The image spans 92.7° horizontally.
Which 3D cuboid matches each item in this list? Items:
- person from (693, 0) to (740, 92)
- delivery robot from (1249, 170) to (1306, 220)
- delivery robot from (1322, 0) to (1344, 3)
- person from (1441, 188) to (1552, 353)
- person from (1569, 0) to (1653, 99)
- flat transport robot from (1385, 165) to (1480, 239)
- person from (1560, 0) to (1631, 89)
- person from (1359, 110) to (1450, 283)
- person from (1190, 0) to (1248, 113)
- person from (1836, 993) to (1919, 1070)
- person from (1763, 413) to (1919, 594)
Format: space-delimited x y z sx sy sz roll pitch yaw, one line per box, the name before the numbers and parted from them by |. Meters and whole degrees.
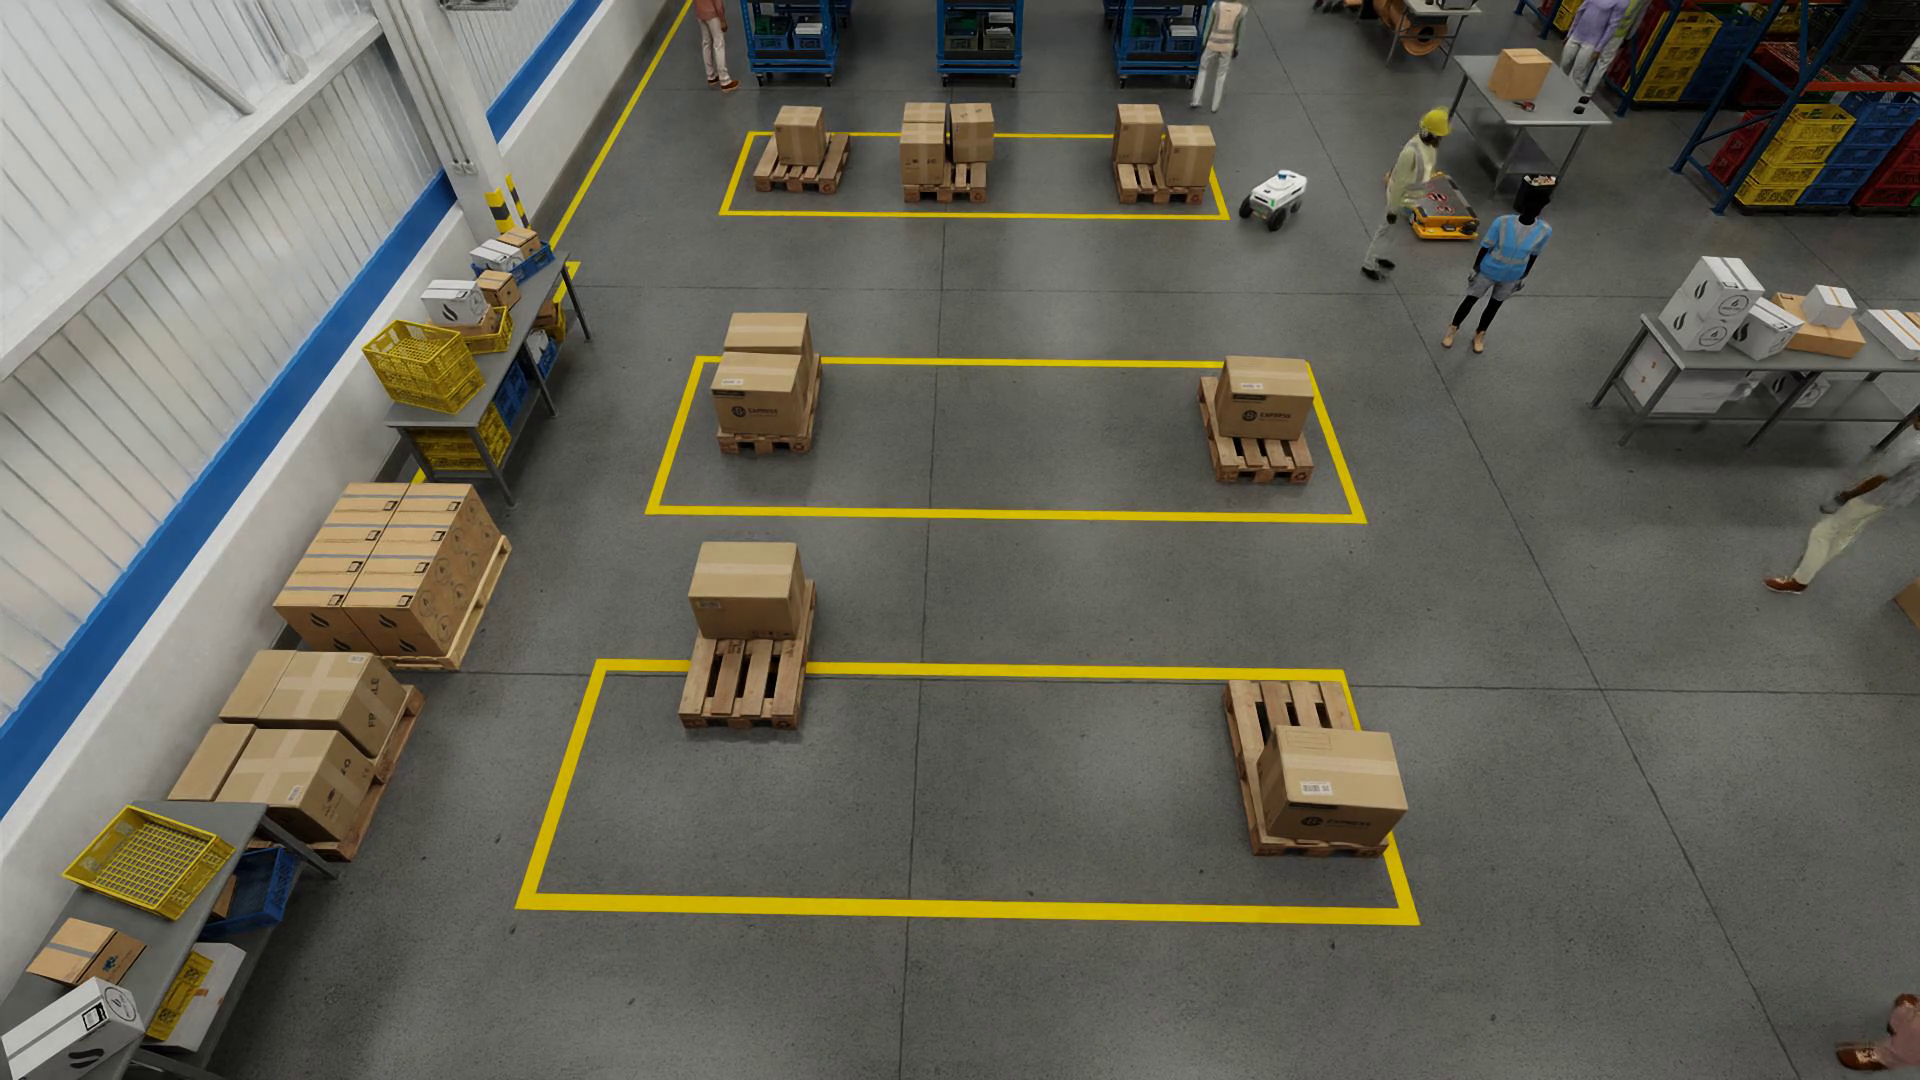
person | -3.460 -7.341 12.748 0.611 1.985 0.415 33 57 26
delivery robot | 3.759 -4.117 10.832 0.707 0.478 0.477 -35 58 -26
delivery robot | 6.326 -9.142 15.182 0.707 0.478 0.477 -13 50 -11
person | 5.175 -2.563 8.796 0.540 1.696 0.315 13 50 11
person | 8.852 -6.936 12.496 0.629 1.837 0.429 24 53 20
flat transport robot | 5.692 -4.094 11.059 0.652 0.197 1.431 1 49 1
person | 8.294 -6.618 12.152 0.373 1.935 0.628 -15 51 -13
person | 4.682 -3.614 9.630 0.403 1.818 0.633 34 57 26
person | 3.521 -6.647 12.377 0.530 1.627 0.336 8 50 7
person | 5.195 2.205 4.563 0.796 1.873 0.396 -33 57 -25
person | 6.737 -0.308 6.762 0.651 1.834 0.338 -13 50 -11
